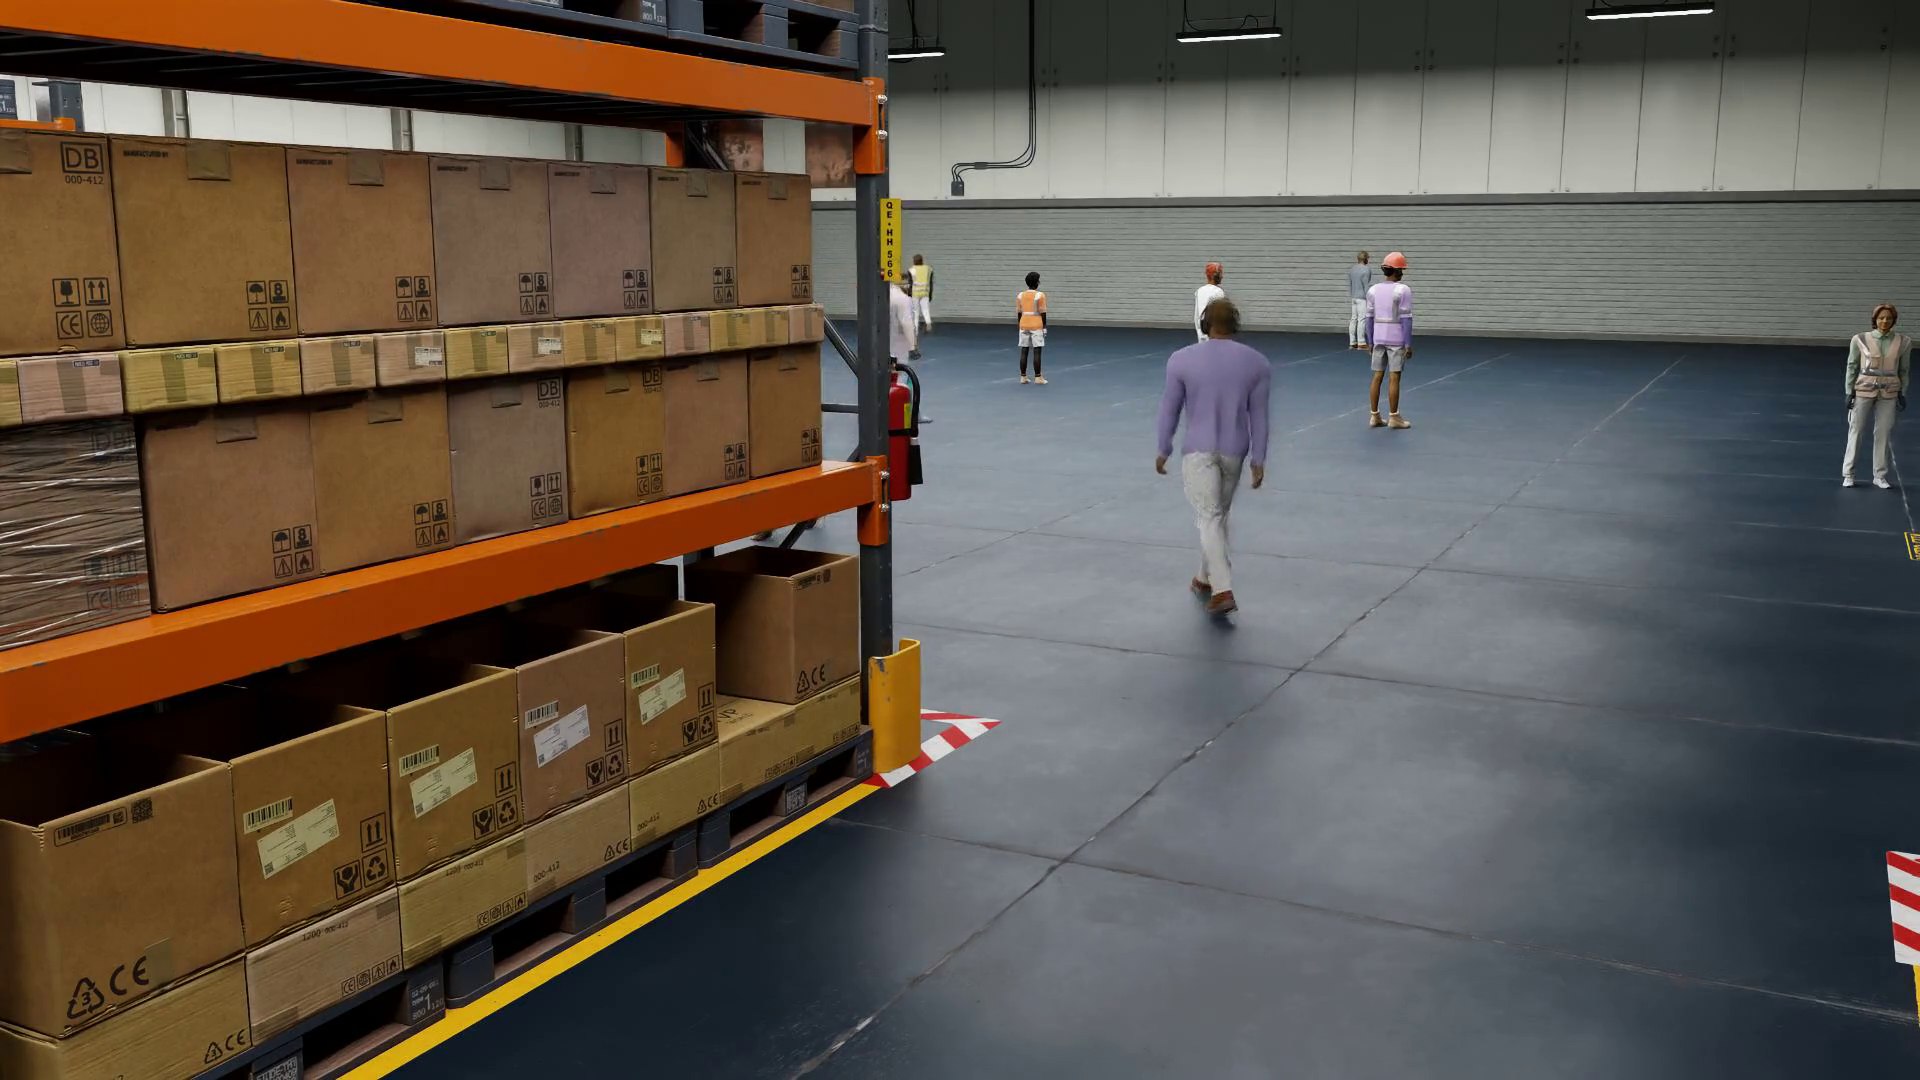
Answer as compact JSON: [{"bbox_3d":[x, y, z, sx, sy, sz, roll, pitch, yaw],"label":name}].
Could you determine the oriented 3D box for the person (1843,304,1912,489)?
[{"bbox_3d":[8.136,-1.273,14.784,0.510,1.640,0.308,3,11,14],"label":"person"}]

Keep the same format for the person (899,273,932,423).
[{"bbox_3d":[-0.748,-2.312,20.011,0.905,1.807,0.584,5,12,26],"label":"person"}]

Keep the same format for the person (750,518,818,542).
[{"bbox_3d":[-1.285,-0.820,12.433,0.511,1.605,0.801,4,11,23],"label":"person"}]

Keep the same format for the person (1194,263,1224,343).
[{"bbox_3d":[3.250,-2.627,21.489,0.355,1.887,0.573,-5,12,-26],"label":"person"}]

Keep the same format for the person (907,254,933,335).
[{"bbox_3d":[-0.900,-5.531,37.490,0.640,1.827,0.580,-4,11,-20],"label":"person"}]

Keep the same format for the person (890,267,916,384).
[{"bbox_3d":[-0.774,-2.332,19.901,0.437,1.872,0.688,-7,13,-35],"label":"person"}]

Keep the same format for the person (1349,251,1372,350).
[{"bbox_3d":[7.884,-4.708,32.694,0.373,1.940,0.630,-4,11,-20],"label":"person"}]

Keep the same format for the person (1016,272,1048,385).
[{"bbox_3d":[1.090,-3.177,25.007,0.532,1.696,0.318,8,13,36],"label":"person"}]

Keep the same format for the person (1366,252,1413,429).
[{"bbox_3d":[5.004,-2.310,19.330,0.378,2.045,0.605,-8,13,-38],"label":"person"}]

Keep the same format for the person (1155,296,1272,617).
[{"bbox_3d":[1.542,-0.509,9.966,0.637,1.894,1.031,-1,10,-7],"label":"person"}]
